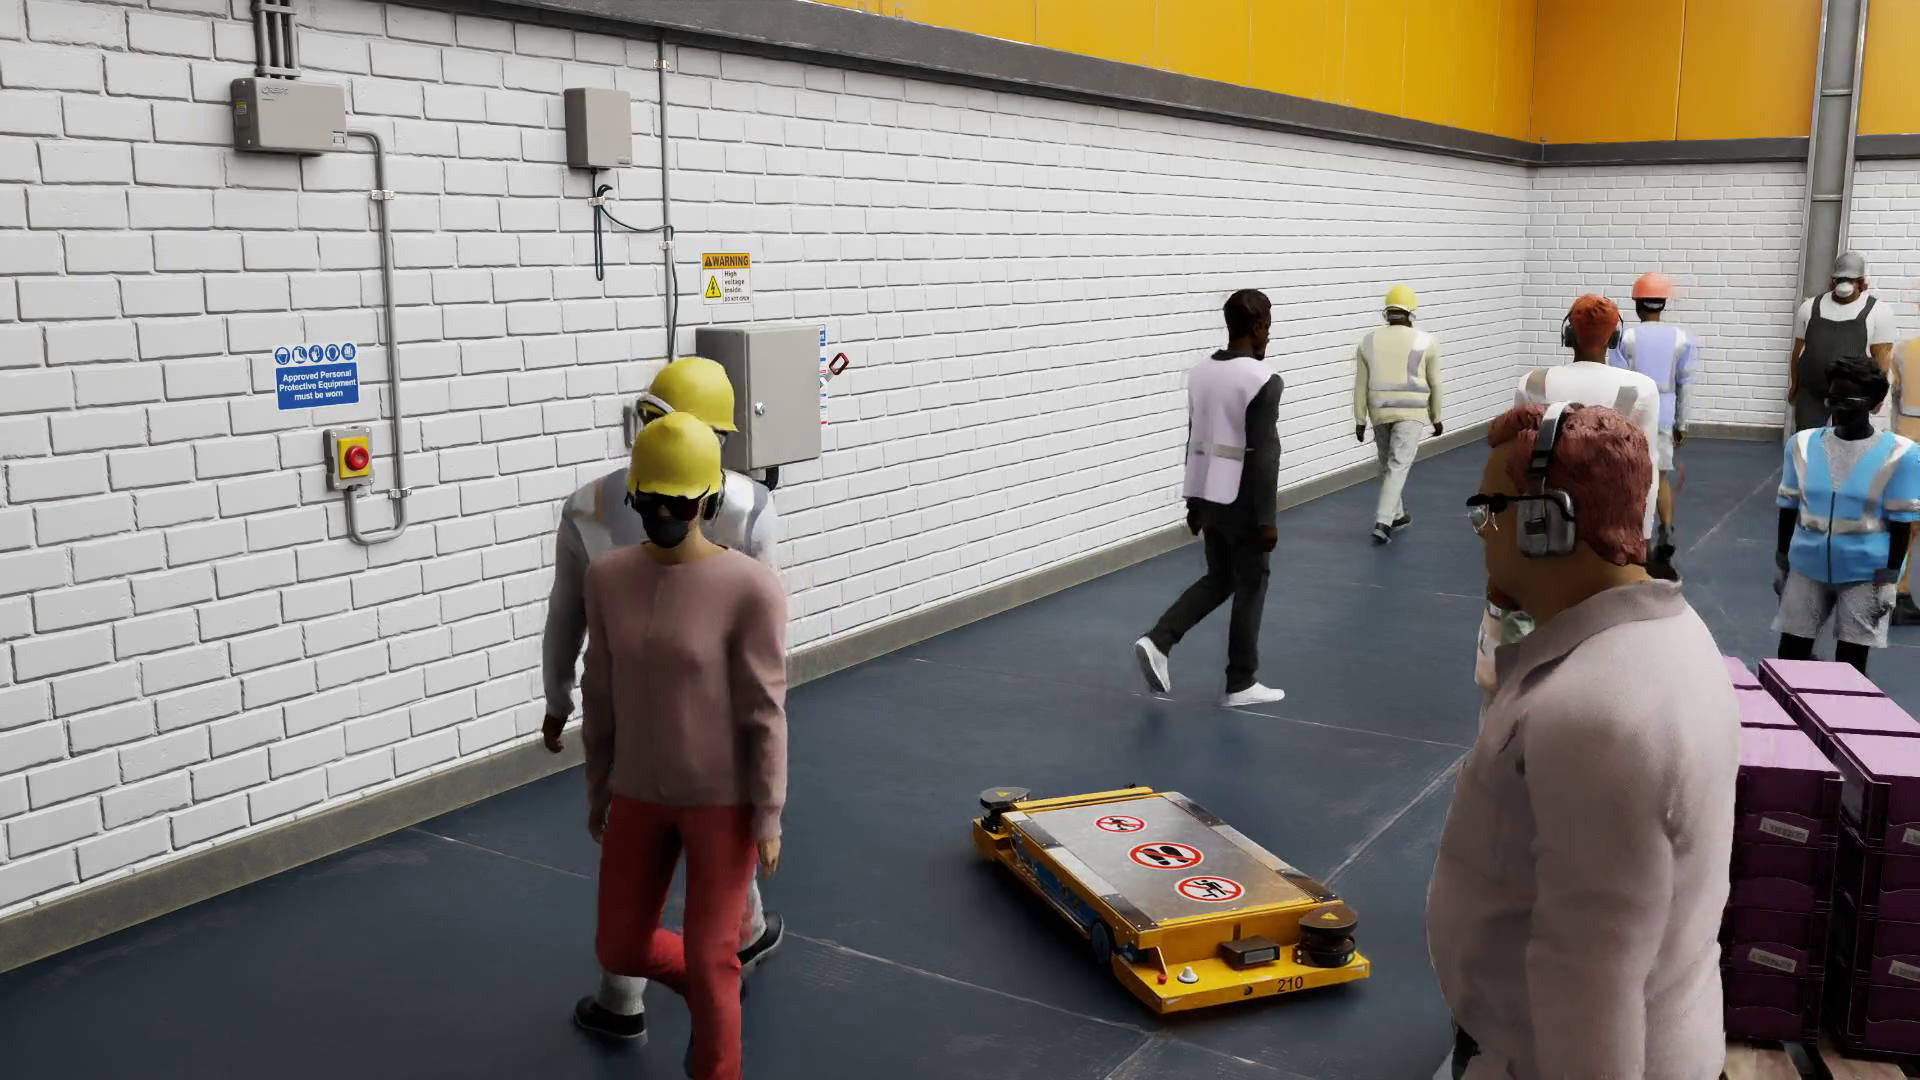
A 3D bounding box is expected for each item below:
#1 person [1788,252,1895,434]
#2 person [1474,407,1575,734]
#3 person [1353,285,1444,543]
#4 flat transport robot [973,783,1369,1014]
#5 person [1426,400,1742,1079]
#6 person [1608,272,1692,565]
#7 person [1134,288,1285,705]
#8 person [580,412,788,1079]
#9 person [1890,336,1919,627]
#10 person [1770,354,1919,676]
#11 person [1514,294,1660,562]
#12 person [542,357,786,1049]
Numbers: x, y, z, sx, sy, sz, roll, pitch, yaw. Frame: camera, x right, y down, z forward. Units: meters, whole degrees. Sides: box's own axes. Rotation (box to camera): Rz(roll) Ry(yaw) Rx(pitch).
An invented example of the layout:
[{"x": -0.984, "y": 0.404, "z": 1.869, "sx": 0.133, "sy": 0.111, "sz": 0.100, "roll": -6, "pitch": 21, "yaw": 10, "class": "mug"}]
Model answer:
[{"x": 6.684, "y": -1.199, "z": 12.711, "sx": 0.705, "sy": 2.000, "sz": 0.899, "roll": 8, "pitch": 13, "yaw": 37, "class": "person"}, {"x": 1.651, "y": 0.426, "z": 4.813, "sx": 0.314, "sy": 1.642, "sz": 0.514, "roll": 7, "pitch": 12, "yaw": 32, "class": "person"}, {"x": 3.078, "y": -0.889, "z": 11.718, "sx": 0.585, "sy": 1.792, "sz": 0.940, "roll": 7, "pitch": 12, "yaw": 35, "class": "person"}, {"x": 0.593, "y": 1.045, "z": 5.181, "sx": 0.652, "sy": 0.197, "sz": 1.431, "roll": -4, "pitch": 11, "yaw": -20, "class": "flat transport robot"}, {"x": 0.812, "y": 0.744, "z": 2.384, "sx": 0.589, "sy": 1.882, "sz": 0.644, "roll": 7, "pitch": 12, "yaw": 33, "class": "person"}, {"x": 4.488, "y": -0.790, "z": 10.845, "sx": 0.556, "sy": 1.904, "sz": 0.941, "roll": 1, "pitch": 10, "yaw": 3, "class": "person"}, {"x": 1.155, "y": -0.171, "z": 7.440, "sx": 0.623, "sy": 1.897, "sz": 0.592, "roll": -5, "pitch": 11, "yaw": -26, "class": "person"}, {"x": -0.598, "y": 0.565, "z": 3.780, "sx": 0.534, "sy": 1.743, "sz": 0.500, "roll": 4, "pitch": 11, "yaw": 22, "class": "person"}, {"x": 5.349, "y": -0.476, "z": 9.032, "sx": 0.623, "sy": 1.918, "sz": 0.586, "roll": -4, "pitch": 11, "yaw": -22, "class": "person"}, {"x": 3.434, "y": 0.117, "z": 6.437, "sx": 0.474, "sy": 1.680, "sz": 0.533, "roll": -9, "pitch": 14, "yaw": -42, "class": "person"}, {"x": 2.564, "y": -0.067, "z": 6.877, "sx": 0.585, "sy": 1.881, "sz": 0.343, "roll": 6, "pitch": 12, "yaw": 29, "class": "person"}, {"x": -0.793, "y": 0.405, "z": 4.521, "sx": 0.669, "sy": 1.784, "sz": 0.749, "roll": 0, "pitch": 10, "yaw": -1, "class": "person"}]
